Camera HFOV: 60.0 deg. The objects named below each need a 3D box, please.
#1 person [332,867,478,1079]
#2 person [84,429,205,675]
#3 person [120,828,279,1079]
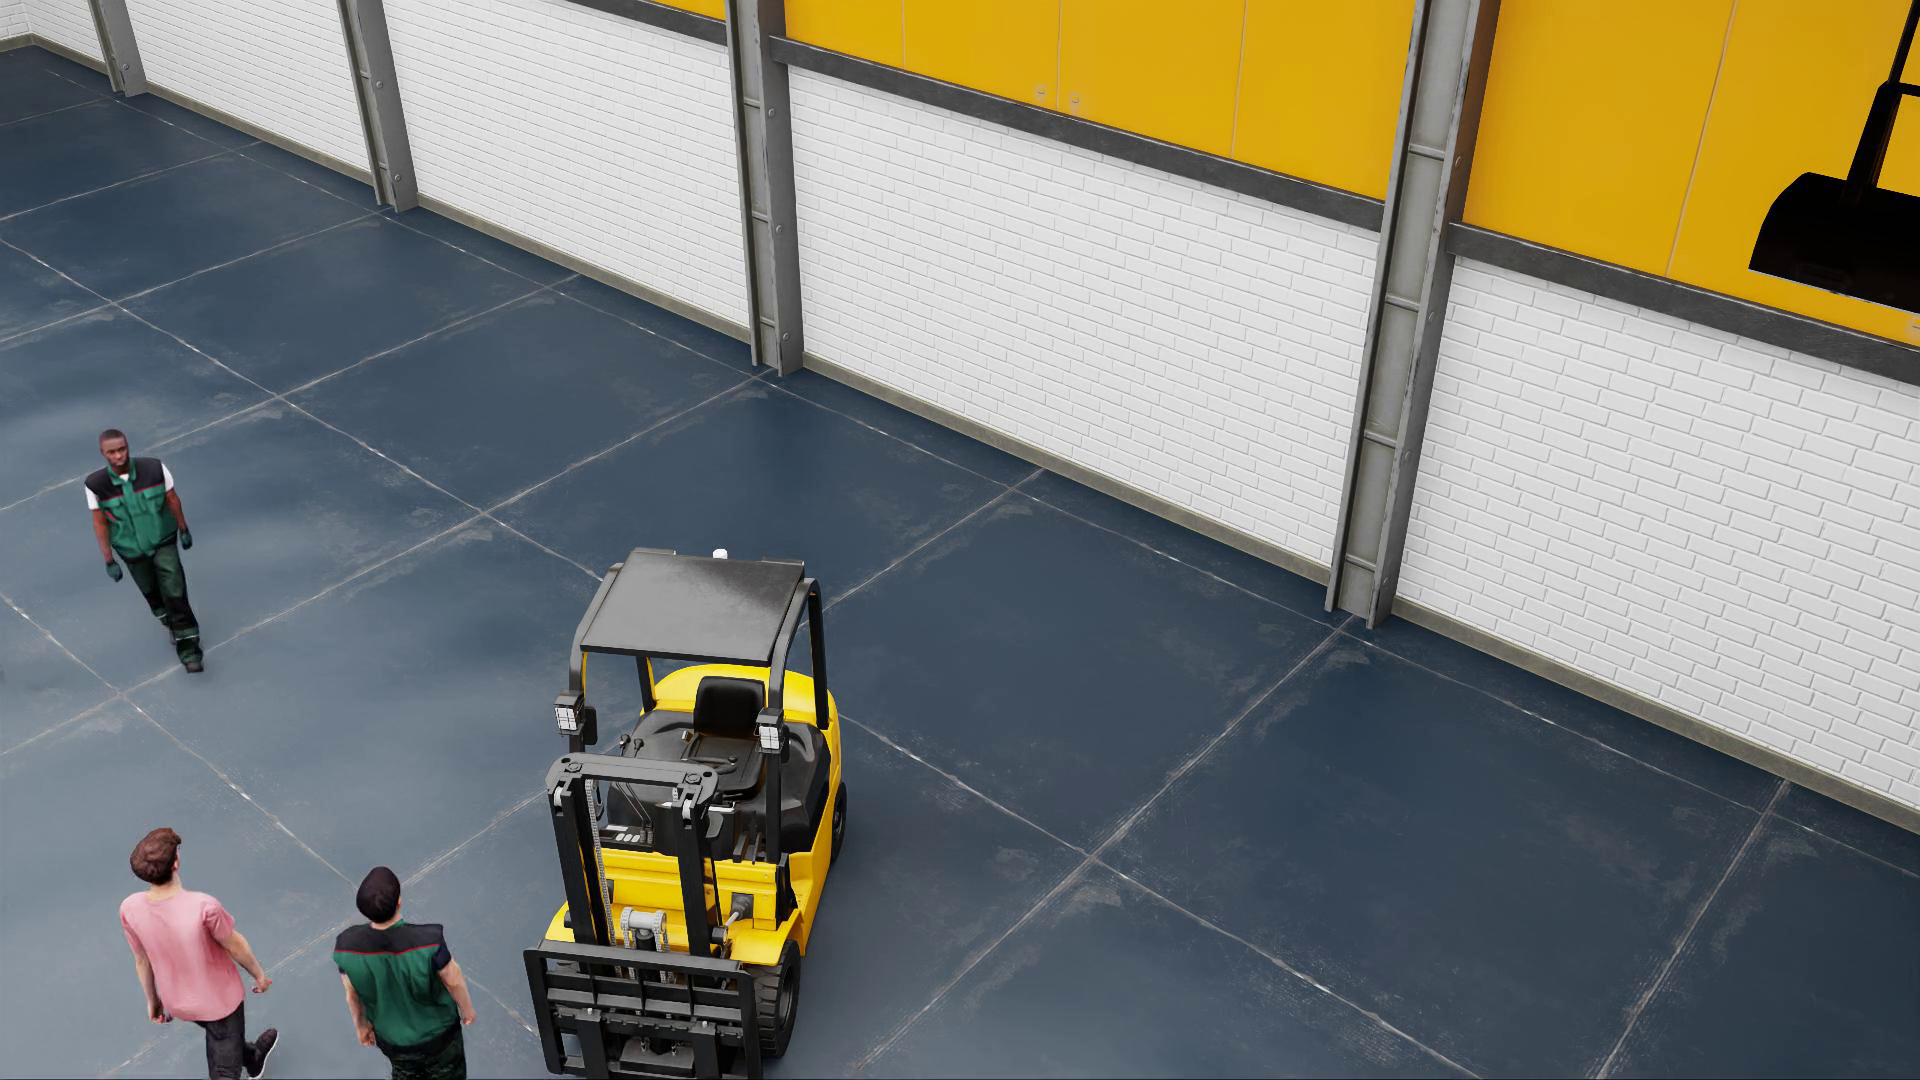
[{"bbox_3d":[-2.555,2.328,7.741,0.842,1.886,0.908,1,34,1],"label":"person"},{"bbox_3d":[-5.537,0.012,11.305,0.993,1.798,1.246,-16,37,-23],"label":"person"},{"bbox_3d":[-3.600,2.245,7.847,1.238,1.908,1.238,0,34,0],"label":"person"}]
